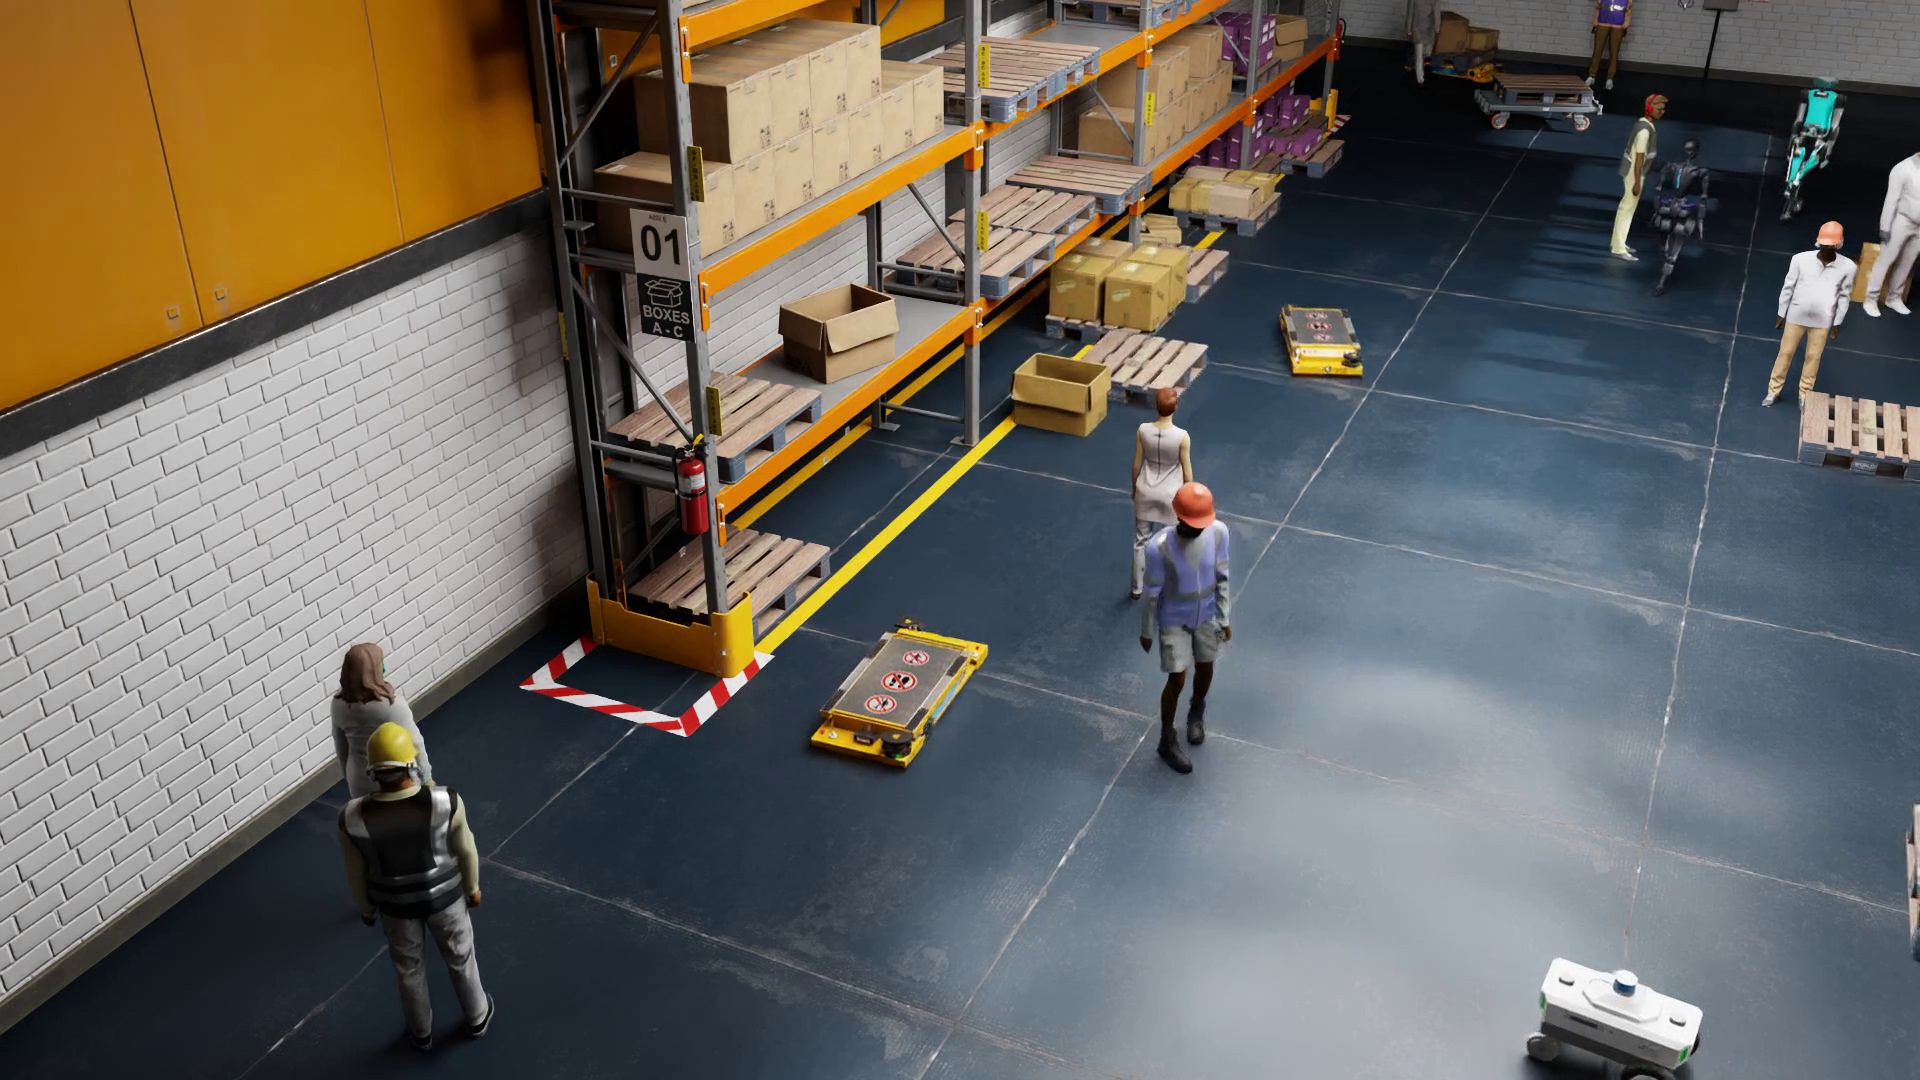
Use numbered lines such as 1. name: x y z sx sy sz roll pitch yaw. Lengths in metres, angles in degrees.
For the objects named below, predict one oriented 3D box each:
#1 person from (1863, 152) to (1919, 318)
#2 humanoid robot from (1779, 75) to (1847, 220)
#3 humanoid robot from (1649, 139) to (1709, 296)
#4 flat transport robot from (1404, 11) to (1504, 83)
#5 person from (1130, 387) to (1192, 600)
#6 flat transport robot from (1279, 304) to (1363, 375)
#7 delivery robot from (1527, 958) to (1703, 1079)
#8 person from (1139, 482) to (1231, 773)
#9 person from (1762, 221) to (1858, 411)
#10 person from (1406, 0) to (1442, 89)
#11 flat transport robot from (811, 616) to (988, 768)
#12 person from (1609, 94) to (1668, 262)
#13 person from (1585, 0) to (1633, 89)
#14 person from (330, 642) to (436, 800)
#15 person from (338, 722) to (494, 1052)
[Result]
1. person: 9.695 -3.213 16.965 0.650 1.904 0.406 -6 29 -12
2. humanoid robot: 9.992 -4.581 19.698 1.037 1.739 0.544 -24 37 -37
3. humanoid robot: 7.656 -3.451 17.660 0.605 1.634 0.689 25 37 38
4. flat transport robot: 7.988 -7.632 26.880 1.431 0.231 0.659 22 35 35
5. person: 1.431 -0.311 11.838 0.458 1.658 0.275 11 30 20
6. flat transport robot: 3.548 -1.979 16.398 0.659 0.231 1.431 2 28 4
7. delivery robot: 3.199 2.363 8.066 0.815 0.614 0.499 16 32 27
8. person: 1.378 0.493 10.078 0.560 1.907 0.506 -12 30 -21
9. person: 7.604 -2.000 14.871 0.565 1.751 0.328 13 31 23
10. person: 7.205 -8.018 25.989 0.553 1.801 0.746 -1 28 -1
11. flat transport robot: -0.373 0.976 10.918 0.659 0.231 1.431 11 30 19
12. person: 7.559 -4.070 18.618 0.392 1.841 0.562 10 30 18
13. person: 10.122 -8.021 25.851 0.549 1.929 0.409 16 32 27
14. person: -3.056 1.273 8.896 0.486 1.663 0.341 2 28 4
15. person: -2.597 1.679 7.980 0.590 1.821 0.404 -7 29 -12
